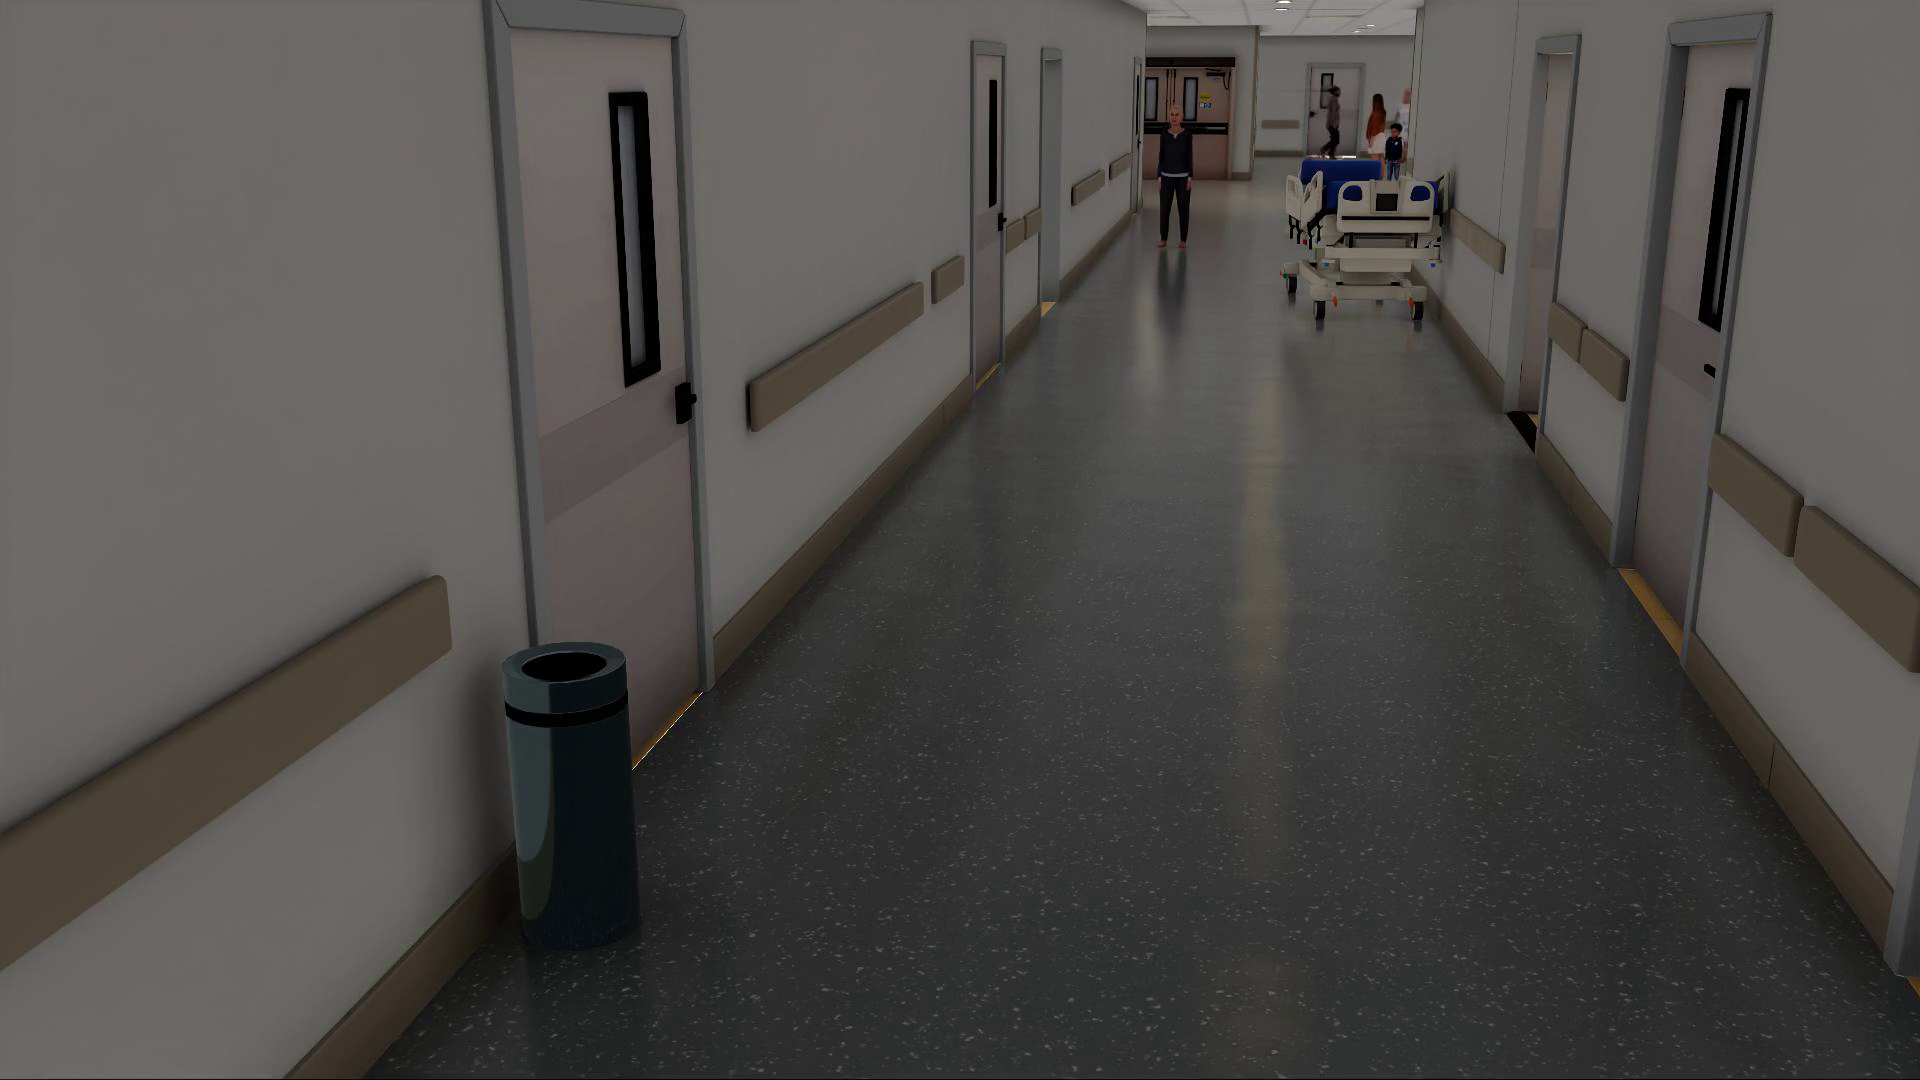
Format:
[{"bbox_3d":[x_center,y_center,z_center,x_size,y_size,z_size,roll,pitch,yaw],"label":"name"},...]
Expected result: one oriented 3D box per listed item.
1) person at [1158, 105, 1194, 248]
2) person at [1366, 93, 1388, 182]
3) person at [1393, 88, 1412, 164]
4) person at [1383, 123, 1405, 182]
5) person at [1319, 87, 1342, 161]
[{"bbox_3d":[2.676,-4.511,20.617,0.487,1.726,0.674,4,16,15],"label":"person"},{"bbox_3d":[7.882,-7.540,31.373,0.737,1.720,0.712,13,21,40],"label":"person"},{"bbox_3d":[10.401,-9.638,38.848,1.110,1.702,0.972,11,19,35],"label":"person"},{"bbox_3d":[7.850,-6.913,30.068,0.541,1.222,0.641,13,20,38],"label":"person"},{"bbox_3d":[8.956,-10.042,40.198,0.829,1.747,0.739,1,16,4],"label":"person"}]
